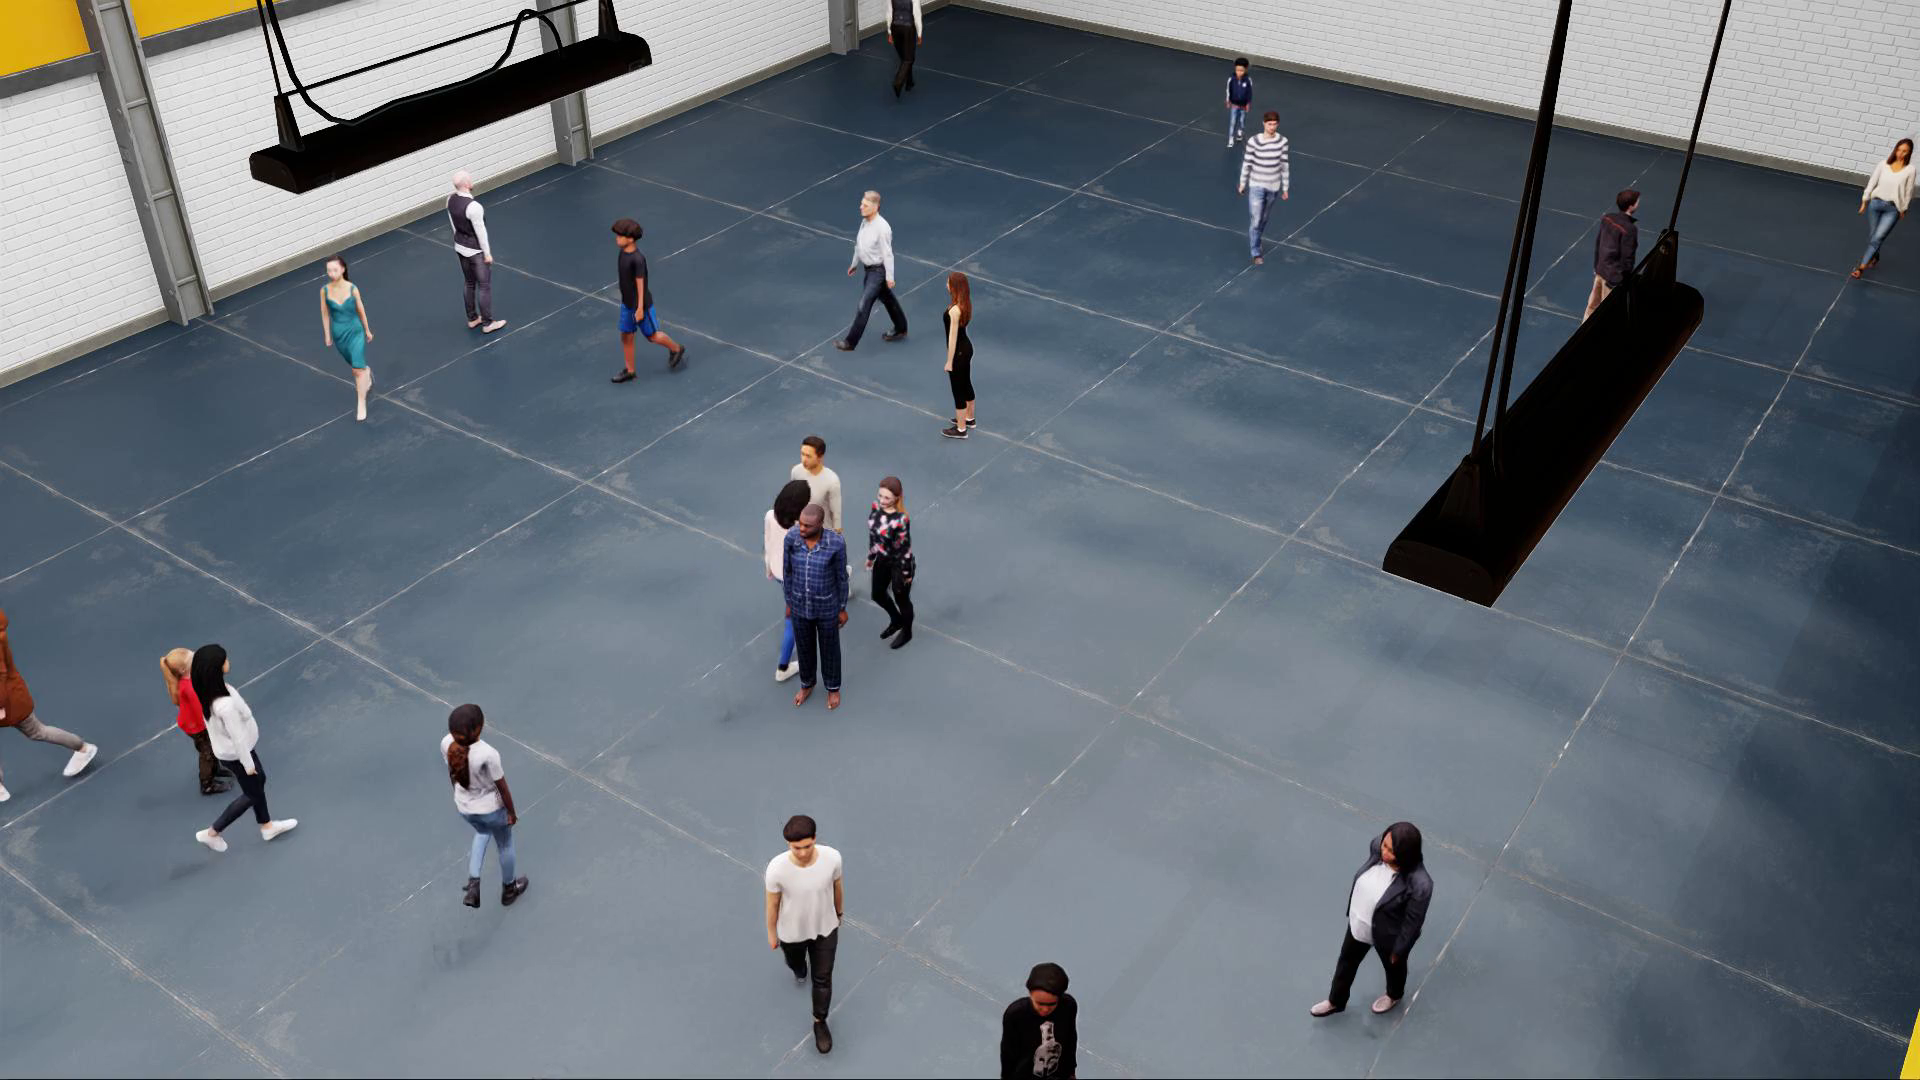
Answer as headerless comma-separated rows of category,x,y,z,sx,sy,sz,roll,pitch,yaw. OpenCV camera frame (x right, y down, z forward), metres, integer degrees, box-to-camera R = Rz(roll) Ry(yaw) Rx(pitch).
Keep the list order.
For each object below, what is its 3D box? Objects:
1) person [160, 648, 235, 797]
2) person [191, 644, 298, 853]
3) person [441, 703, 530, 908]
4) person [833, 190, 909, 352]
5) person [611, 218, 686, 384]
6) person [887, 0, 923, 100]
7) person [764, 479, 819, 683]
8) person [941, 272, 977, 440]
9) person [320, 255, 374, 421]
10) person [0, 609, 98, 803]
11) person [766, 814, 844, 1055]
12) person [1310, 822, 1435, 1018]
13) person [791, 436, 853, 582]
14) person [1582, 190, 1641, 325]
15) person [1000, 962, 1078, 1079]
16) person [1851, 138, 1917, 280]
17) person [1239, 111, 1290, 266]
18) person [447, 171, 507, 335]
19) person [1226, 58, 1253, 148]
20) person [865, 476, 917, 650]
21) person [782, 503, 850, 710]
person,-5.544,1.320,11.978,0.610,1.272,0.582,-18,38,-25
person,-5.041,1.476,11.376,0.962,1.678,0.778,-24,40,-31
person,-3.159,1.795,10.869,0.722,1.709,0.845,11,35,16
person,-0.830,-2.904,17.889,1.265,1.764,1.038,-15,36,-21
person,-3.273,-2.489,17.254,1.162,1.774,0.805,-25,41,-33
person,-0.864,-7.523,24.723,0.891,1.891,1.241,12,35,17
person,-1.360,0.349,13.033,0.639,1.722,0.958,21,39,29
person,0.005,-1.817,16.289,0.679,1.724,0.559,9,35,13
person,-6.141,-2.089,16.758,0.974,1.658,1.088,-2,34,-3
person,-6.757,1.073,11.874,0.730,1.798,1.145,25,41,32
person,-0.944,2.276,10.157,1.070,1.695,1.102,-7,34,-10
person,2.670,2.318,10.205,1.019,1.573,0.894,-19,38,-26
person,-1.121,-0.087,13.624,0.657,1.792,0.977,20,38,27
person,6.874,-2.783,17.562,0.824,1.924,0.793,-9,35,-14
person,0.427,2.930,9.192,0.656,1.675,0.735,-9,35,-13
person,10.875,-3.907,19.511,1.123,1.639,0.766,-29,43,-36
person,3.619,-4.250,19.881,1.160,1.799,1.273,-3,34,-5
person,-5.333,-3.154,18.212,0.689,1.823,0.602,25,41,32
person,3.927,-6.143,23.276,0.701,1.194,0.899,8,34,12
person,-0.476,0.143,13.397,0.639,1.661,0.656,-25,41,-32
person,-1.101,0.481,12.740,0.755,1.825,0.739,7,34,10
